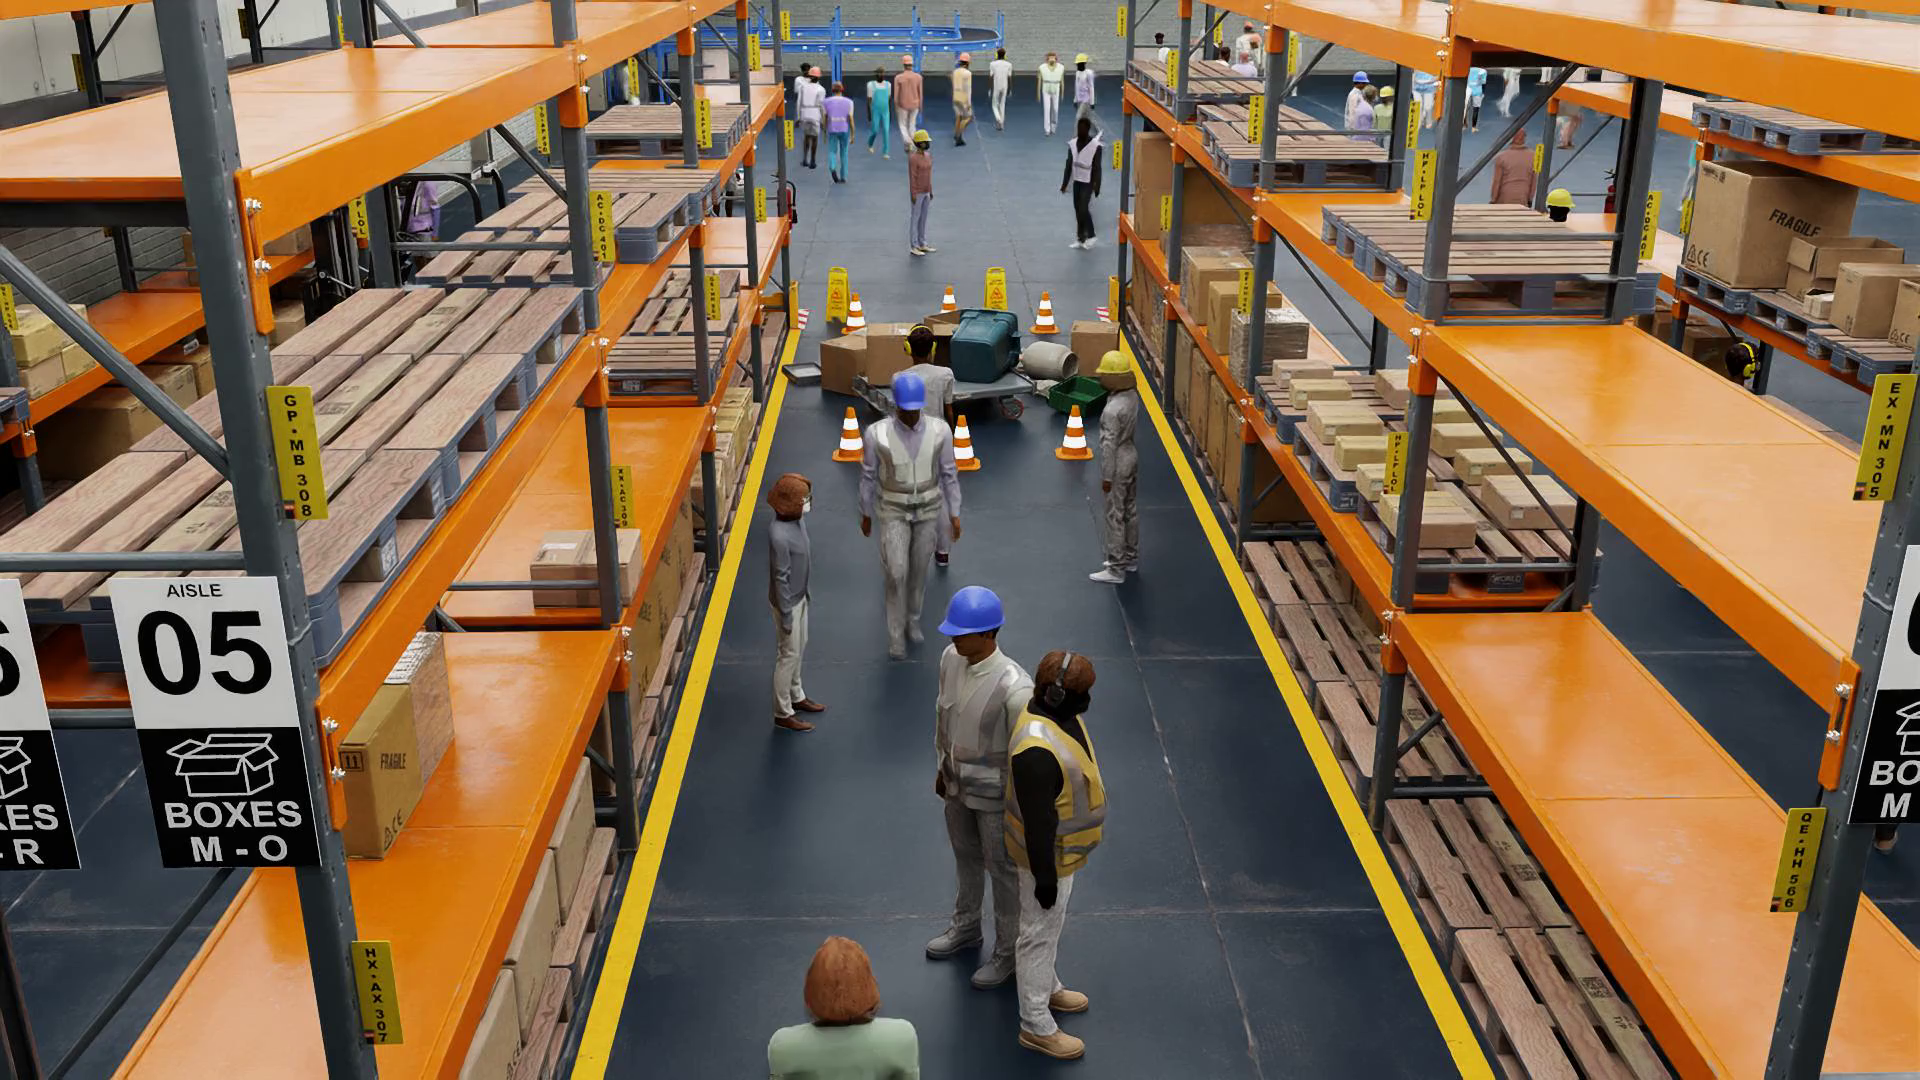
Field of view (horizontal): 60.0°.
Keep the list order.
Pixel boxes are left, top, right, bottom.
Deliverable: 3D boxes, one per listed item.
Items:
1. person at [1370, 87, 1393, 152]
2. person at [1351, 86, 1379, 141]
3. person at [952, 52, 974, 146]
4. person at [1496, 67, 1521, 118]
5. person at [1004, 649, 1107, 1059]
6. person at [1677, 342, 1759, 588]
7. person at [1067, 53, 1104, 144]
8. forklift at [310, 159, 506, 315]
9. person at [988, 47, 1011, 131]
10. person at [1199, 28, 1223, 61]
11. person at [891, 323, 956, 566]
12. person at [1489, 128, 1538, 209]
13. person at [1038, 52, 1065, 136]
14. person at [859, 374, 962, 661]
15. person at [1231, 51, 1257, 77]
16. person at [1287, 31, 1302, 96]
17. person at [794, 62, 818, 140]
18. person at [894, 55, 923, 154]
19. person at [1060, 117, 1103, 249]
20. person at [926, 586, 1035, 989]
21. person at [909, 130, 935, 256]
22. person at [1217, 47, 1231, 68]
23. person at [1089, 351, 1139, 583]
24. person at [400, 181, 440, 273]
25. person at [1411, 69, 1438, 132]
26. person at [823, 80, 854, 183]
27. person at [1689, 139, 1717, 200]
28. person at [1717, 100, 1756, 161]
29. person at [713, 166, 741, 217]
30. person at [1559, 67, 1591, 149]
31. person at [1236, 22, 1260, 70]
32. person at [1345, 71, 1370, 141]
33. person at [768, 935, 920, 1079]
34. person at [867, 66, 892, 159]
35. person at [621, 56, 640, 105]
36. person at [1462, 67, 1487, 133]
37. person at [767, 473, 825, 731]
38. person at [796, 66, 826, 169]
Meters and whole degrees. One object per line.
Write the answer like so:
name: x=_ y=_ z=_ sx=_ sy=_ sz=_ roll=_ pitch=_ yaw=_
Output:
person: x=7.591 y=-7.262 z=29.958 sx=0.551 sy=1.732 sz=0.781 roll=17 pitch=27 yaw=38
person: x=6.956 y=-6.813 z=28.543 sx=0.482 sy=1.917 sz=0.669 roll=1 pitch=21 yaw=4
person: x=0.059 y=-9.279 z=35.047 sx=0.562 sy=1.916 sz=0.443 roll=19 pitch=28 yaw=40
person: x=13.256 y=-11.137 z=39.959 sx=0.557 sy=1.918 sz=0.685 roll=16 pitch=26 yaw=37
person: x=0.409 y=1.323 z=7.144 sx=0.430 sy=1.838 sz=0.619 roll=3 pitch=21 yaw=9
person: x=5.479 y=-0.503 z=11.921 sx=0.328 sy=1.872 sz=0.512 roll=-11 pitch=23 yaw=-26
person: x=2.708 y=-9.418 z=35.478 sx=0.906 sy=1.887 sz=0.592 roll=-9 pitch=23 yaw=-23
forklift: x=-5.622 y=-2.910 z=17.832 sx=2.313 sy=2.155 sz=1.214 roll=-1 pitch=21 yaw=-1
person: x=0.906 y=-10.114 z=37.347 sx=0.542 sy=1.853 sz=0.440 roll=-4 pitch=21 yaw=-9
person: x=6.965 y=-13.459 z=45.928 sx=0.682 sy=2.000 sz=0.537 roll=13 pitch=24 yaw=31
person: x=-0.282 y=-0.691 z=12.417 sx=0.518 sy=1.874 sz=0.326 roll=-7 pitch=22 yaw=-19
person: x=7.674 y=-4.764 z=23.141 sx=0.640 sy=1.904 sz=0.409 roll=-1 pitch=21 yaw=-3
person: x=2.021 y=-9.879 z=36.808 sx=0.577 sy=1.791 sz=0.790 roll=-1 pitch=21 yaw=-1
person: x=-0.309 y=-0.154 z=10.930 sx=0.639 sy=1.915 sz=0.732 roll=-6 pitch=22 yaw=-15
person: x=6.067 y=-9.494 z=35.637 sx=0.652 sy=1.906 sz=0.403 roll=11 pitch=23 yaw=27
person: x=8.859 y=-12.716 z=44.462 sx=0.508 sy=1.709 sz=0.725 roll=7 pitch=22 yaw=17
person: x=-3.326 y=-9.476 z=35.906 sx=0.559 sy=1.670 sz=0.569 roll=-7 pitch=22 yaw=-17
person: x=-1.034 y=-8.821 z=33.757 sx=0.620 sy=1.978 sz=0.532 roll=-6 pitch=21 yaw=-15
person: x=1.801 y=-5.222 z=24.341 sx=0.443 sy=1.908 sz=0.611 roll=-17 pitch=26 yaw=-37
person: x=0.089 y=1.109 z=7.550 sx=0.399 sy=1.945 sz=0.615 roll=-16 pitch=26 yaw=-37
person: x=-0.552 y=-5.010 z=23.974 sx=0.302 sy=1.772 sz=0.530 roll=11 pitch=23 yaw=27
person: x=5.754 y=-9.915 z=36.752 sx=0.400 sy=1.907 sz=0.600 roll=-7 pitch=22 yaw=-18
person: x=1.134 y=-0.539 z=12.209 sx=0.322 sy=1.738 sz=0.486 roll=10 pitch=23 yaw=24
person: x=-6.655 y=-3.826 z=20.463 sx=0.610 sy=2.042 sz=0.396 roll=13 pitch=24 yaw=31
person: x=10.387 y=-10.047 z=37.209 sx=0.642 sy=1.823 sz=0.537 roll=12 pitch=24 yaw=29
person: x=-2.200 y=-7.383 z=30.164 sx=0.569 sy=1.831 sz=0.565 roll=-1 pitch=21 yaw=-4
person: x=11.653 y=-5.862 z=26.118 sx=0.385 sy=1.845 sz=0.569 roll=11 pitch=23 yaw=26
person: x=13.081 y=-6.646 z=27.919 sx=0.691 sy=2.000 sz=0.640 roll=4 pitch=21 yaw=12
person: x=-3.580 y=-5.649 z=25.429 sx=0.375 sy=1.935 sz=0.550 roll=18 pitch=27 yaw=40
person: x=12.789 y=-9.064 z=34.534 sx=0.515 sy=1.878 sz=0.670 roll=4 pitch=21 yaw=11
person: x=7.582 y=-12.609 z=43.789 sx=0.643 sy=1.981 sz=1.054 roll=2 pitch=21 yaw=6
person: x=7.285 y=-7.638 z=30.671 sx=0.402 sy=1.945 sz=0.614 roll=7 pitch=22 yaw=19
person: x=-0.370 y=2.065 z=5.491 sx=0.498 sy=1.616 sz=0.570 roll=-3 pitch=21 yaw=-7
person: x=-1.629 y=-8.578 z=33.338 sx=0.518 sy=1.830 sz=0.654 roll=-9 pitch=22 yaw=-22
person: x=-6.905 y=-9.517 z=35.804 sx=0.633 sy=1.825 sz=0.654 roll=9 pitch=22 yaw=22
person: x=11.502 y=-9.990 z=37.256 sx=0.535 sy=1.695 sz=0.320 roll=16 pitch=26 yaw=37
person: x=-1.004 y=0.366 z=9.968 sx=0.286 sy=1.622 sz=0.511 roll=2 pitch=21 yaw=6
person: x=-2.837 y=-8.128 z=32.025 sx=0.592 sy=1.906 sz=0.504 roll=6 pitch=21 yaw=15
